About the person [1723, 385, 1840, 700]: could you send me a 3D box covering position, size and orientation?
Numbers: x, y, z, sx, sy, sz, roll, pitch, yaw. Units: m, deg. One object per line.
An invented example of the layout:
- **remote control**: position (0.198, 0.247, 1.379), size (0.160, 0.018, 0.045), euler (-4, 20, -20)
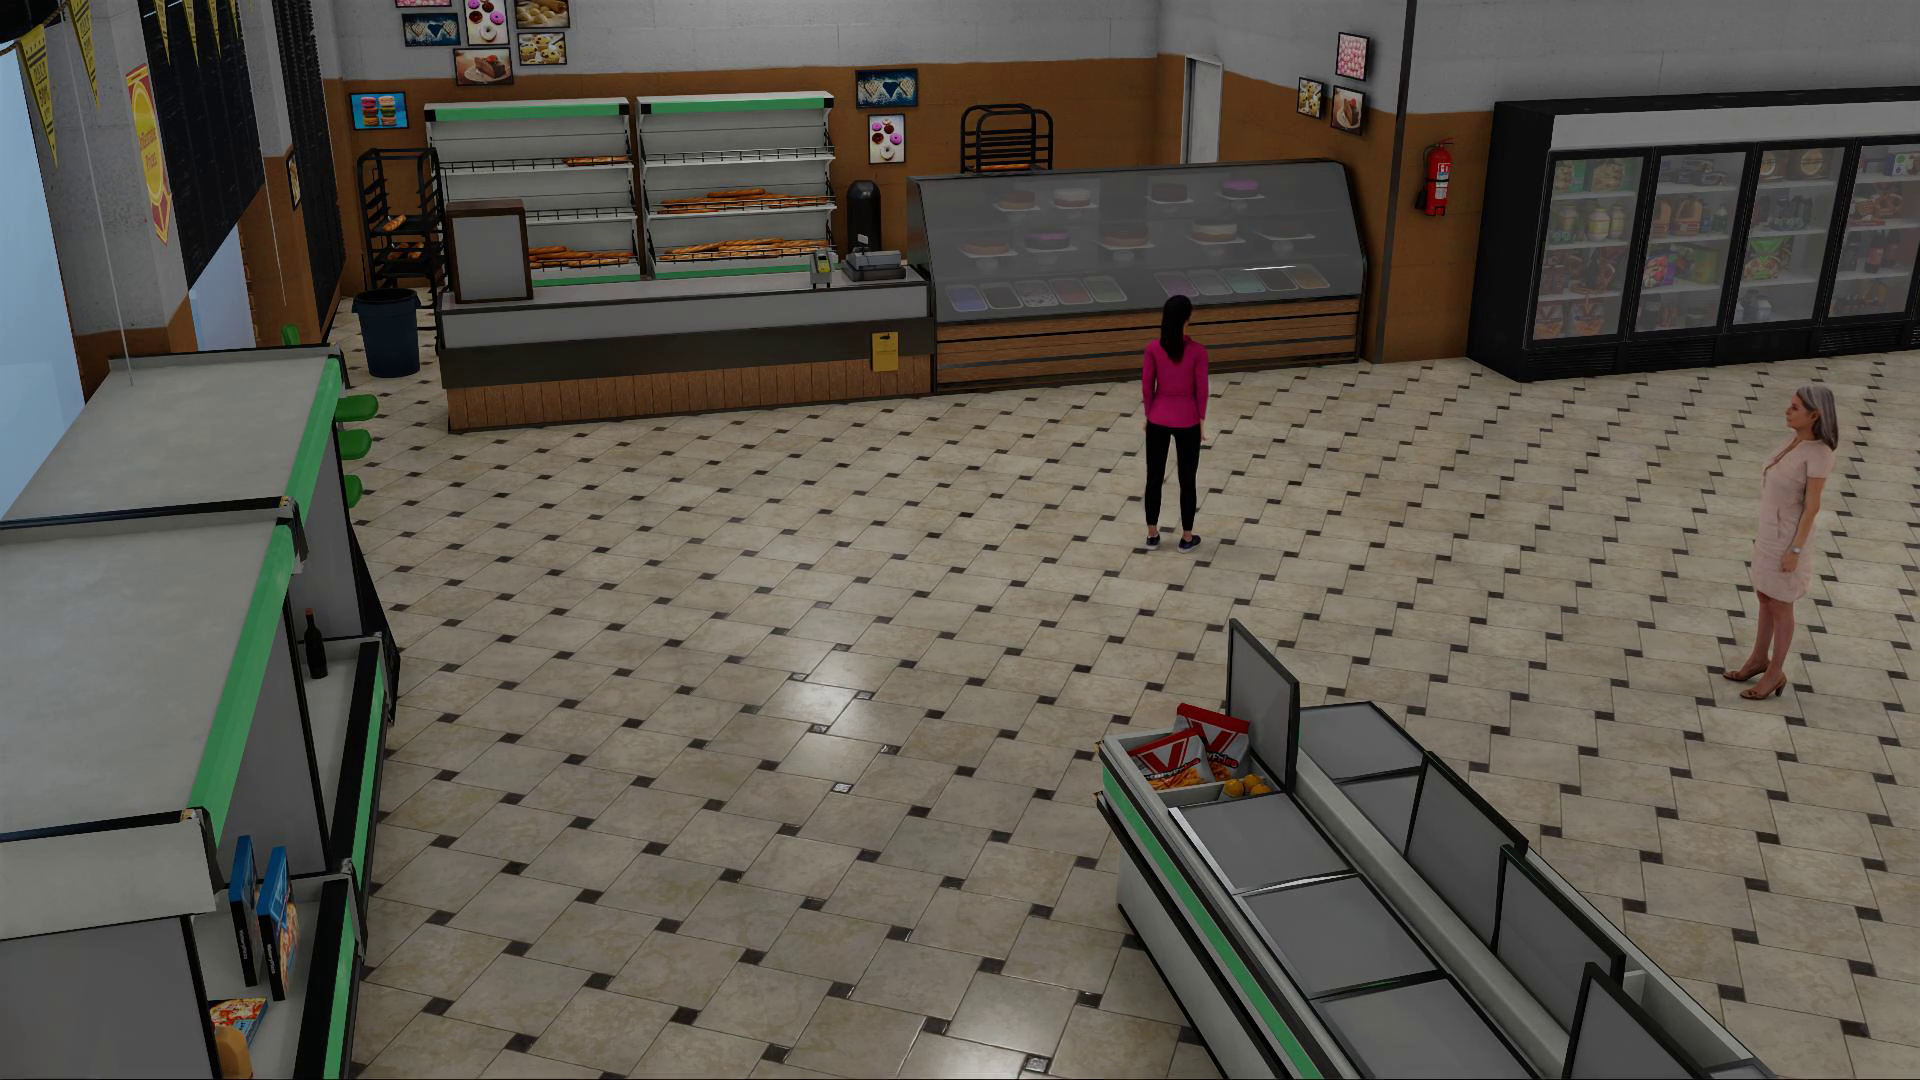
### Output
- **person**: position (4.369, 0.013, 8.805), size (0.720, 1.736, 0.583), euler (1, 22, 3)

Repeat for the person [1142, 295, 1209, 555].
- **person**: position (1.377, -0.748, 10.751), size (0.682, 1.698, 0.721), euler (7, 23, 18)
